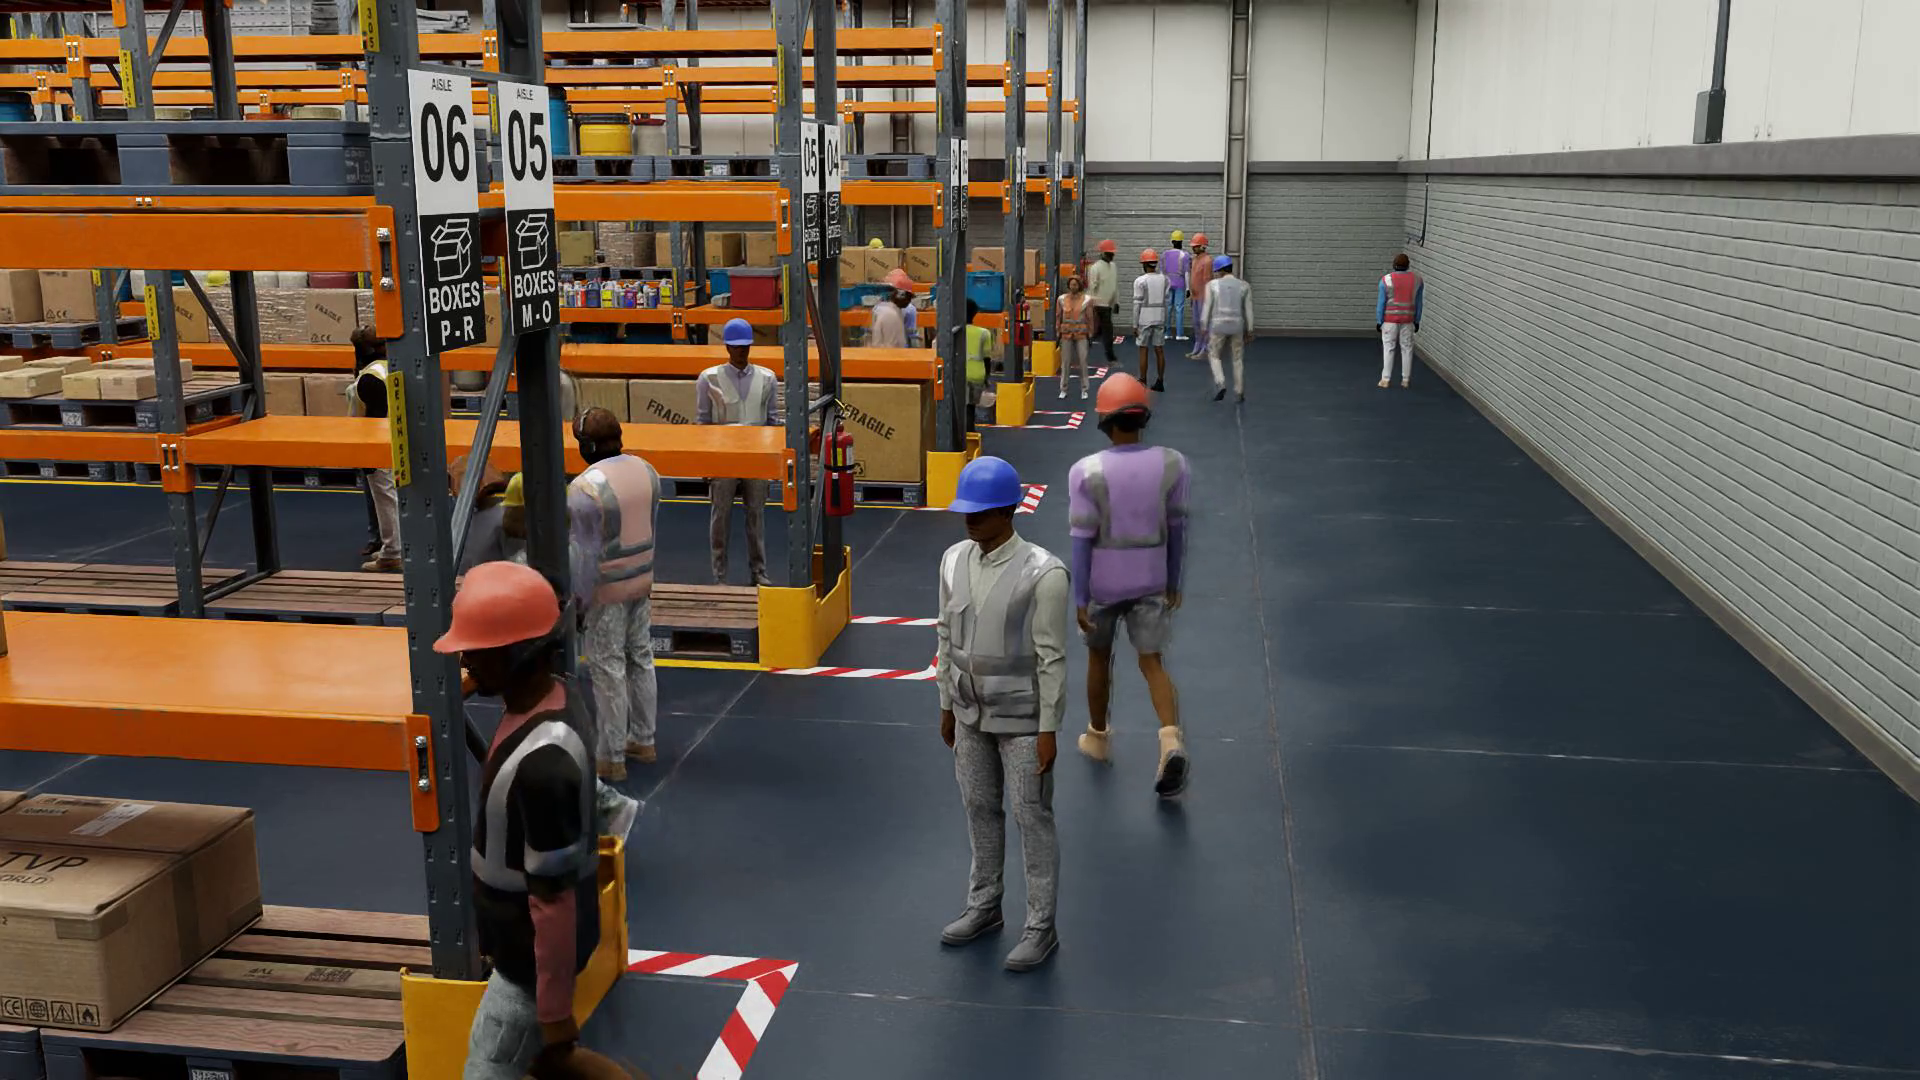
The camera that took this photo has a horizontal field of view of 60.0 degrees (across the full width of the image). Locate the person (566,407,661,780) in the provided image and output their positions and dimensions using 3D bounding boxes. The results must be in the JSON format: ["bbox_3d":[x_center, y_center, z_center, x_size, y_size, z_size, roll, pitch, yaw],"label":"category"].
[{"bbox_3d":[-1.725,0.262,8.162,0.429,1.837,0.621,6,14,24],"label":"person"}]

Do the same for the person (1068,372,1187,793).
[{"bbox_3d":[0.826,0.208,8.026,0.611,2.014,0.914,-2,13,-11],"label":"person"}]

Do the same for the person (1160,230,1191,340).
[{"bbox_3d":[3.822,-4.497,29.422,0.592,1.930,0.356,9,16,36],"label":"person"}]

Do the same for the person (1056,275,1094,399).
[{"bbox_3d":[1.504,-2.654,21.795,0.513,1.630,0.318,4,13,17],"label":"person"}]

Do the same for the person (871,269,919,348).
[{"bbox_3d":[-0.669,-1.907,17.714,0.543,1.939,0.359,6,14,25],"label":"person"}]

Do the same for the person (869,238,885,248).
[{"bbox_3d":[-1.410,-4.230,28.438,0.404,1.834,0.591,3,13,12],"label":"person"}]

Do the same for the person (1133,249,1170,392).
[{"bbox_3d":[2.560,-2.958,22.494,0.546,1.929,0.383,-5,13,-22],"label":"person"}]

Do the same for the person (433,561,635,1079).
[{"bbox_3d":[-1.054,1.019,4.336,0.854,2.012,0.623,-3,13,-13],"label":"person"}]

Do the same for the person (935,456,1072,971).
[{"bbox_3d":[0.141,0.640,6.225,0.607,1.941,0.417,11,16,40],"label":"person"}]

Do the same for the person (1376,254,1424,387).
[{"bbox_3d":[6.056,-3.026,22.988,0.634,1.842,0.429,-1,13,-3],"label":"person"}]

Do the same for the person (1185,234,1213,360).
[{"bbox_3d":[3.810,-3.866,26.451,0.407,1.987,0.615,-3,13,-13],"label":"person"}]

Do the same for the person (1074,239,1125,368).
[{"bbox_3d":[2.125,-3.621,25.405,0.897,1.961,0.634,9,15,34],"label":"person"}]

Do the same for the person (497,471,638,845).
[{"bbox_3d":[-1.708,0.557,7.073,0.601,1.724,0.496,1,13,5],"label":"person"}]

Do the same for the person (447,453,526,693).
[{"bbox_3d":[-2.270,0.359,8.246,0.431,1.593,0.538,-10,16,-38],"label":"person"}]

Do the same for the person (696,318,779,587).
[{"bbox_3d":[-1.554,-0.588,11.733,0.604,1.949,0.389,-5,14,-23],"label":"person"}]

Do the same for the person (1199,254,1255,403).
[{"bbox_3d":[3.458,-2.709,21.420,0.750,1.902,0.545,-1,13,-4],"label":"person"}]

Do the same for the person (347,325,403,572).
[{"bbox_3d":[-4.338,-0.684,12.428,0.429,1.838,0.621,-1,13,-4],"label":"person"}]
